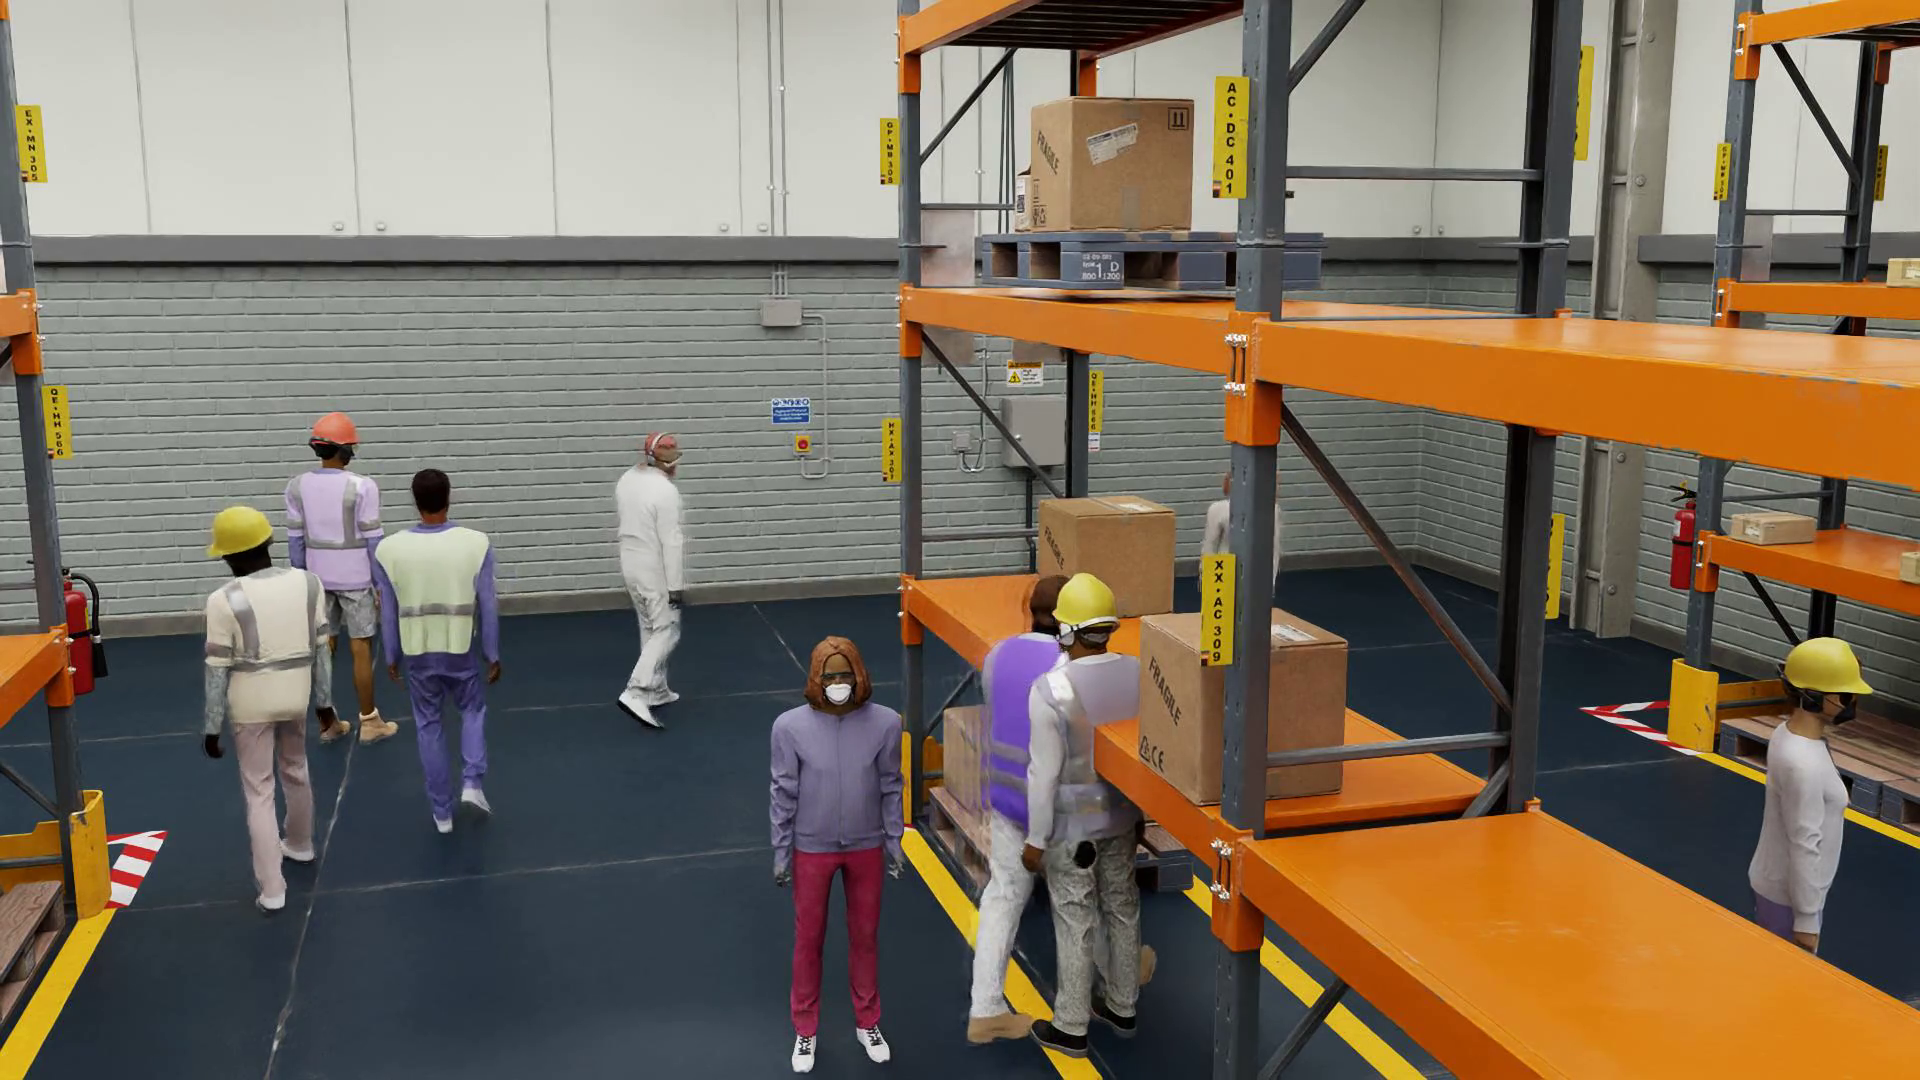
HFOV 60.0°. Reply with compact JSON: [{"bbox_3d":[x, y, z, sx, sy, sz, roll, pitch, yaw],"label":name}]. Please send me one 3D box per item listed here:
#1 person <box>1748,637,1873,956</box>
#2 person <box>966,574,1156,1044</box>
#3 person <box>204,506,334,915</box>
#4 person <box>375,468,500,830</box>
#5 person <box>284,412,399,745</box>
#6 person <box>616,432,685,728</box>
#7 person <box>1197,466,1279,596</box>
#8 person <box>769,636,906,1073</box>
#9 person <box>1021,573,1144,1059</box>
[{"bbox_3d":[2.818,1.189,5.580,0.310,1.768,0.533,4,11,20],"label":"person"},{"bbox_3d":[0.380,1.025,6.473,0.957,1.777,0.676,-9,13,-42],"label":"person"},{"bbox_3d":[-3.283,0.752,7.811,0.735,1.866,0.643,7,12,34],"label":"person"},{"bbox_3d":[-2.711,0.573,8.697,0.589,1.899,0.460,-3,10,-16],"label":"person"},{"bbox_3d":[-3.785,0.241,10.190,0.605,2.045,0.388,2,10,11],"label":"person"},{"bbox_3d":[-2.061,0.228,10.769,0.780,1.876,0.696,9,14,43],"label":"person"},{"bbox_3d":[1.890,0.258,11.311,0.503,1.619,0.374,-2,10,-13],"label":"person"},{"bbox_3d":[-0.450,1.152,6.166,0.507,1.633,0.278,-3,10,-14],"label":"person"},{"bbox_3d":[0.473,1.033,6.274,0.591,1.834,0.404,-7,12,-33],"label":"person"}]
